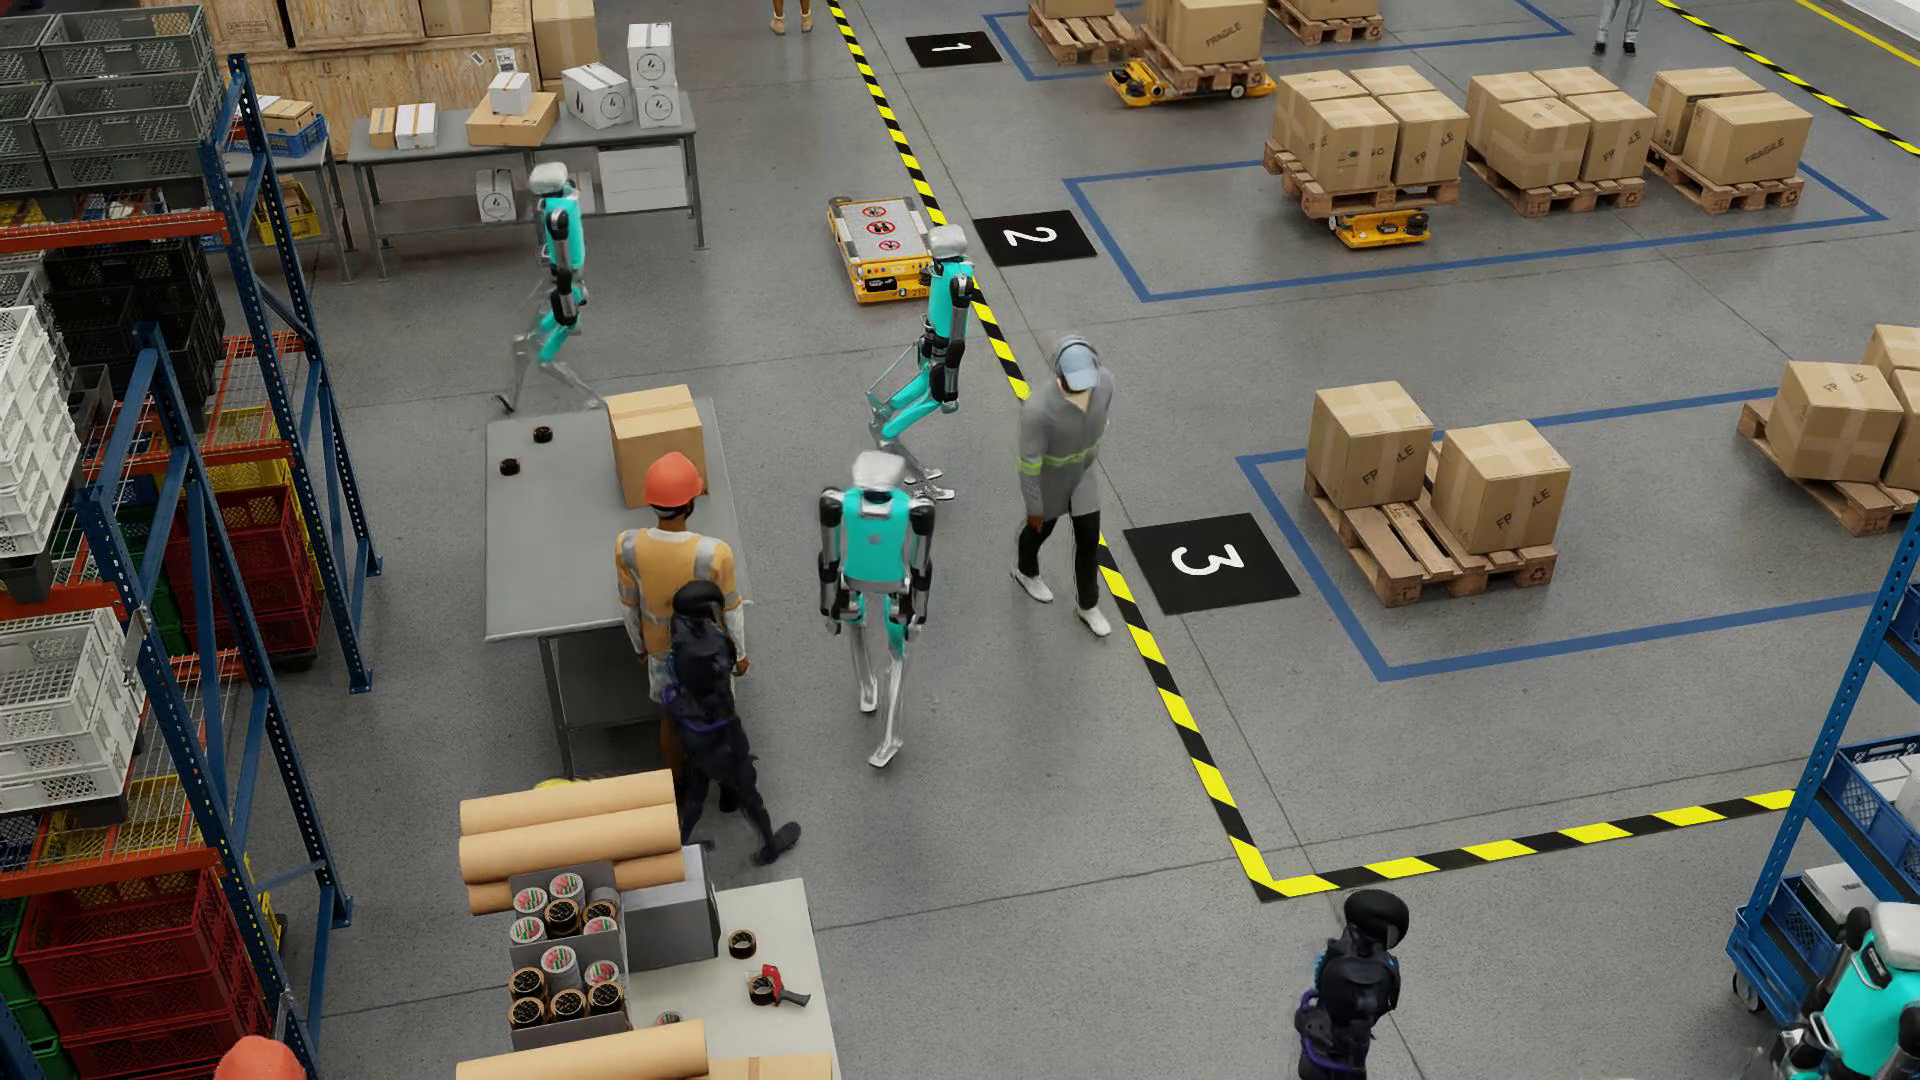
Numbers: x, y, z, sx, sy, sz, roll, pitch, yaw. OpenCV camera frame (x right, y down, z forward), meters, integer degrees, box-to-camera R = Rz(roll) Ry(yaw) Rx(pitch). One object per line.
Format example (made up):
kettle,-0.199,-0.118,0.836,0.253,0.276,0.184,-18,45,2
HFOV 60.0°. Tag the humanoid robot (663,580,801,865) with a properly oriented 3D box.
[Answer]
humanoid robot,-1.083,0.791,7.333,0.614,1.637,0.616,-22,42,-27

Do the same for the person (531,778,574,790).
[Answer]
person,-1.370,1.533,6.272,0.373,1.720,0.501,-9,38,-12

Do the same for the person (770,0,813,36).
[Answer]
person,-1.702,-5.898,15.995,0.605,2.045,0.387,-7,37,-9

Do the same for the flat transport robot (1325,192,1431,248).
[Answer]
flat transport robot,3.134,-2.740,13.213,0.652,0.197,1.431,-8,37,-10

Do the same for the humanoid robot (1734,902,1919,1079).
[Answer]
humanoid robot,2.821,1.915,5.771,1.044,1.742,0.548,1,37,2

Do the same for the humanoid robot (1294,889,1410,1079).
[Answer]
humanoid robot,1.381,1.853,5.885,0.570,1.638,0.586,3,37,5

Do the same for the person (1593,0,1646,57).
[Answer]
person,6.351,-5.462,15.598,0.608,1.824,0.510,7,37,9

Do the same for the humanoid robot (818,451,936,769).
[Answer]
humanoid robot,-0.379,0.223,8.044,0.575,1.769,0.898,2,37,2

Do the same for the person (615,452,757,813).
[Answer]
person,-1.231,0.445,7.560,0.550,1.933,0.370,5,37,7

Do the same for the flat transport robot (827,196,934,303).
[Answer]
flat transport robot,-0.570,-2.220,12.538,0.659,0.231,1.431,-8,37,-10

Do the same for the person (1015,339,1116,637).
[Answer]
person,0.553,-0.306,8.676,0.611,1.804,0.866,-20,41,-24

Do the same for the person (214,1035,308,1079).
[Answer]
person,-1.959,2.288,5.061,0.638,1.964,1.101,-8,37,-10

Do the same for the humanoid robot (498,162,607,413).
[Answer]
humanoid robot,-2.685,-1.480,10.372,0.866,1.828,0.559,-3,37,-4

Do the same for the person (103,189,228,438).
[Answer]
person,-4.917,-1.473,10.226,0.504,1.836,0.332,26,44,30

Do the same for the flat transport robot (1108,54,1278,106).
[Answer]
flat transport robot,2.136,-4.246,15.238,1.431,0.197,0.652,-8,37,-10

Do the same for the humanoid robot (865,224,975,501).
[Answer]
humanoid robot,-0.281,-0.980,9.528,0.735,1.677,0.533,-8,37,-11
